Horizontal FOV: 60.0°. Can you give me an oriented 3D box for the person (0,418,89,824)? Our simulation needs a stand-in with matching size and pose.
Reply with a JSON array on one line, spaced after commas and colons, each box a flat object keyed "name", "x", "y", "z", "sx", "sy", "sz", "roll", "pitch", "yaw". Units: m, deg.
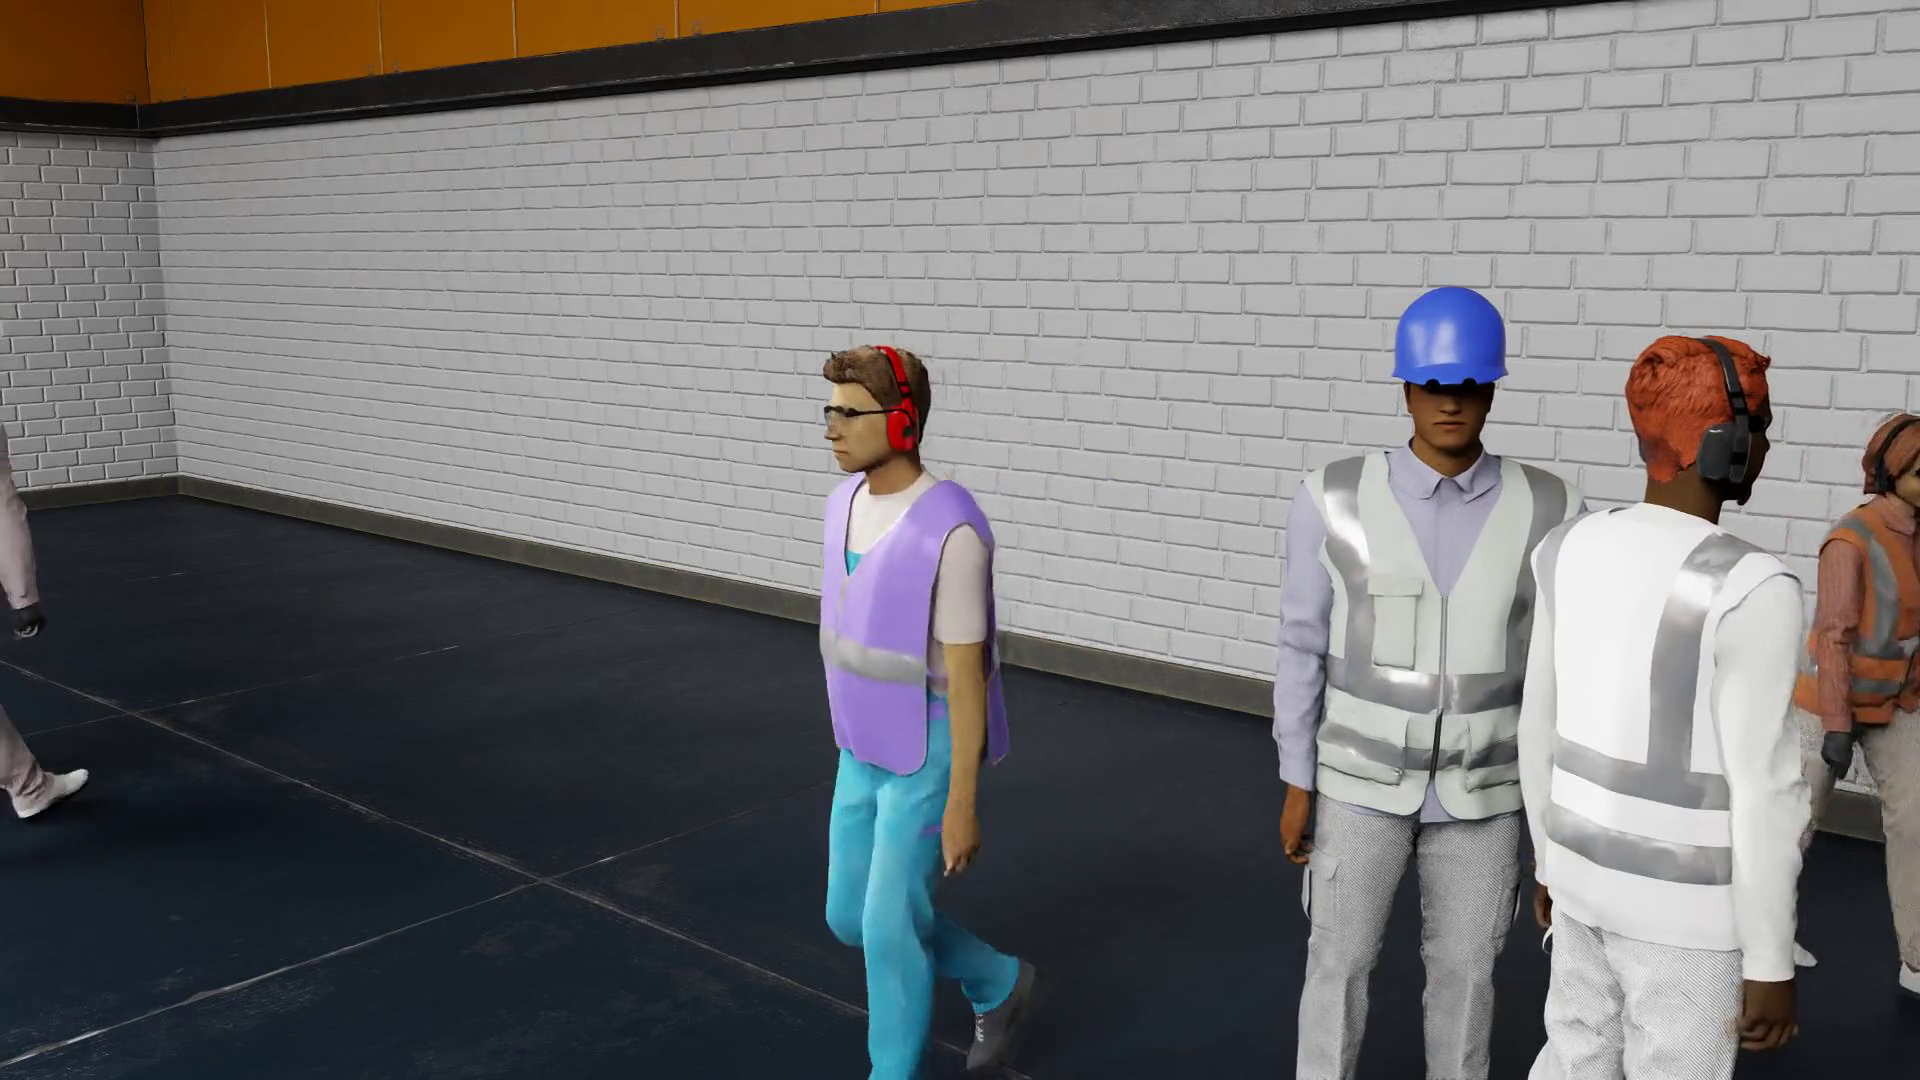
[{"name": "person", "x": -3.328, "y": 0.141, "z": 5.519, "sx": 0.661, "sy": 1.845, "sz": 0.946, "roll": 5, "pitch": 11, "yaw": 26}]

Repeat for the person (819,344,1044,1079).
[{"name": "person", "x": -0.077, "y": 0.480, "z": 3.667, "sx": 0.601, "sy": 1.829, "sz": 0.564, "roll": -6, "pitch": 12, "yaw": -32}]

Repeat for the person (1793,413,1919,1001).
[{"name": "person", "x": 2.437, "y": 0.457, "z": 4.432, "sx": 0.518, "sy": 1.589, "sz": 0.803, "roll": -5, "pitch": 11, "yaw": -26}]

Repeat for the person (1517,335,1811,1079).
[{"name": "person", "x": 1.165, "y": 0.604, "z": 2.791, "sx": 0.360, "sy": 1.883, "sz": 0.574, "roll": -3, "pitch": 10, "yaw": -17}]

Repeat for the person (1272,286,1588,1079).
[{"name": "person", "x": 0.927, "y": 0.478, "z": 3.322, "sx": 0.604, "sy": 1.949, "sz": 0.398, "roll": 1, "pitch": 10, "yaw": 7}]
